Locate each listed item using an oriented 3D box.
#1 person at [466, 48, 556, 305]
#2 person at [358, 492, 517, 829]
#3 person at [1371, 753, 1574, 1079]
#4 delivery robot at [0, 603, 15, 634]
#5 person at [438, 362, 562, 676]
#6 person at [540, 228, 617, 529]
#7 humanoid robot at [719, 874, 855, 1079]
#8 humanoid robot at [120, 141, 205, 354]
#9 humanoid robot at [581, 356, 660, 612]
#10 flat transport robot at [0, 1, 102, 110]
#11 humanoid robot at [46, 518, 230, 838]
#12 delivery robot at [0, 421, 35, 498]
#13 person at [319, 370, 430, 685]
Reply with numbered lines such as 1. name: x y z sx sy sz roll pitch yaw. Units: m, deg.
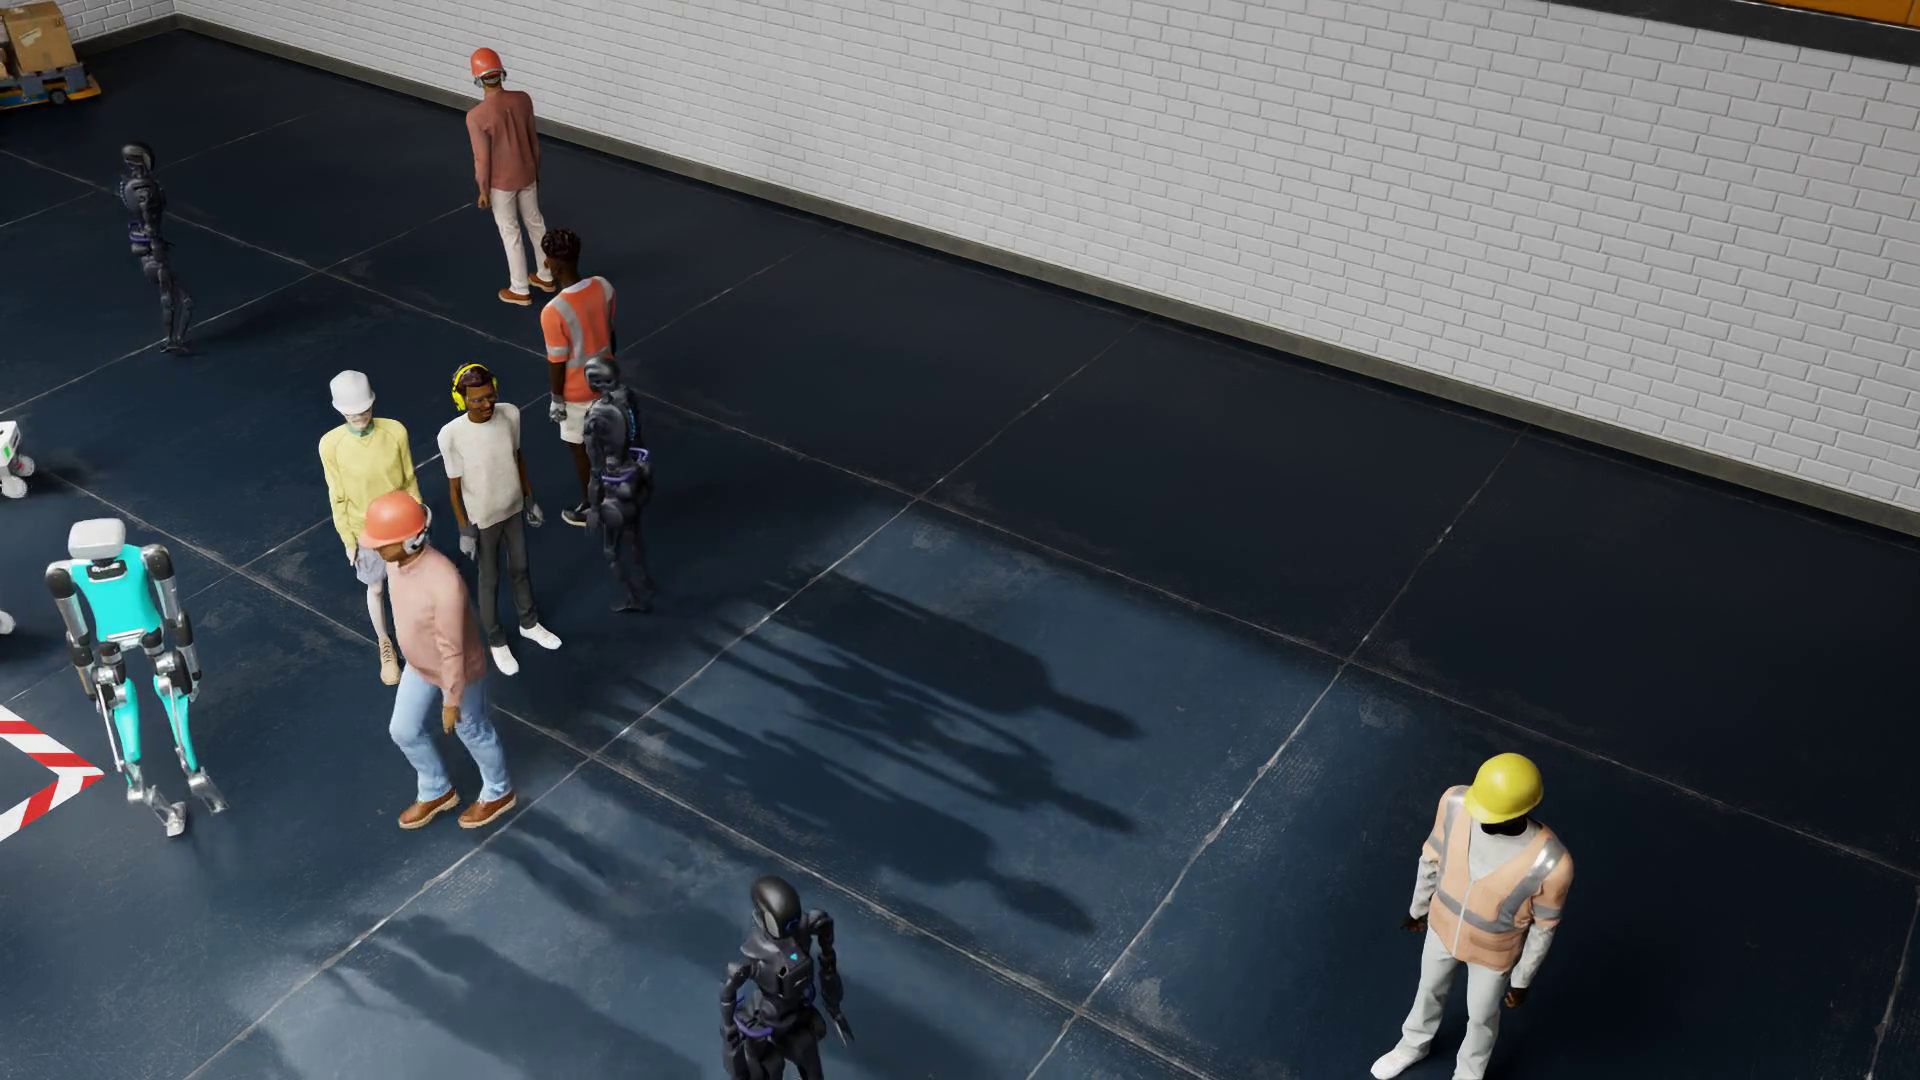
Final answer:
1. person: -3.459 -2.765 12.718 0.396 1.987 0.610 23 41 29
2. person: -2.533 0.645 7.863 0.616 1.973 0.683 27 43 33
3. person: 2.029 1.568 6.586 0.377 1.917 0.585 -28 43 -34
4. delivery robot: -5.858 0.407 9.435 0.801 0.598 0.499 0 35 0
5. person: -2.506 -0.128 9.050 0.329 1.872 0.507 27 43 33
6. person: -2.308 -0.983 10.206 0.384 1.951 0.613 15 38 21
7. humanoid robot: -0.737 1.856 6.384 0.495 1.636 0.590 29 44 35
8. humanoid robot: -5.828 -2.102 12.047 0.348 1.644 0.610 -15 38 -20
9. humanoid robot: -1.958 -0.301 9.470 0.362 1.657 0.608 11 37 15
10. flat transport robot: -9.472 -4.515 16.715 1.431 0.231 0.659 -21 40 -27
11. humanoid robot: -3.851 0.785 7.878 0.548 1.817 0.668 -13 37 -18
12. delivery robot: -6.463 -0.532 10.758 0.757 0.576 0.499 -8 36 -12
13. person: -3.120 -0.084 8.972 0.470 1.891 0.385 -19 39 -25
